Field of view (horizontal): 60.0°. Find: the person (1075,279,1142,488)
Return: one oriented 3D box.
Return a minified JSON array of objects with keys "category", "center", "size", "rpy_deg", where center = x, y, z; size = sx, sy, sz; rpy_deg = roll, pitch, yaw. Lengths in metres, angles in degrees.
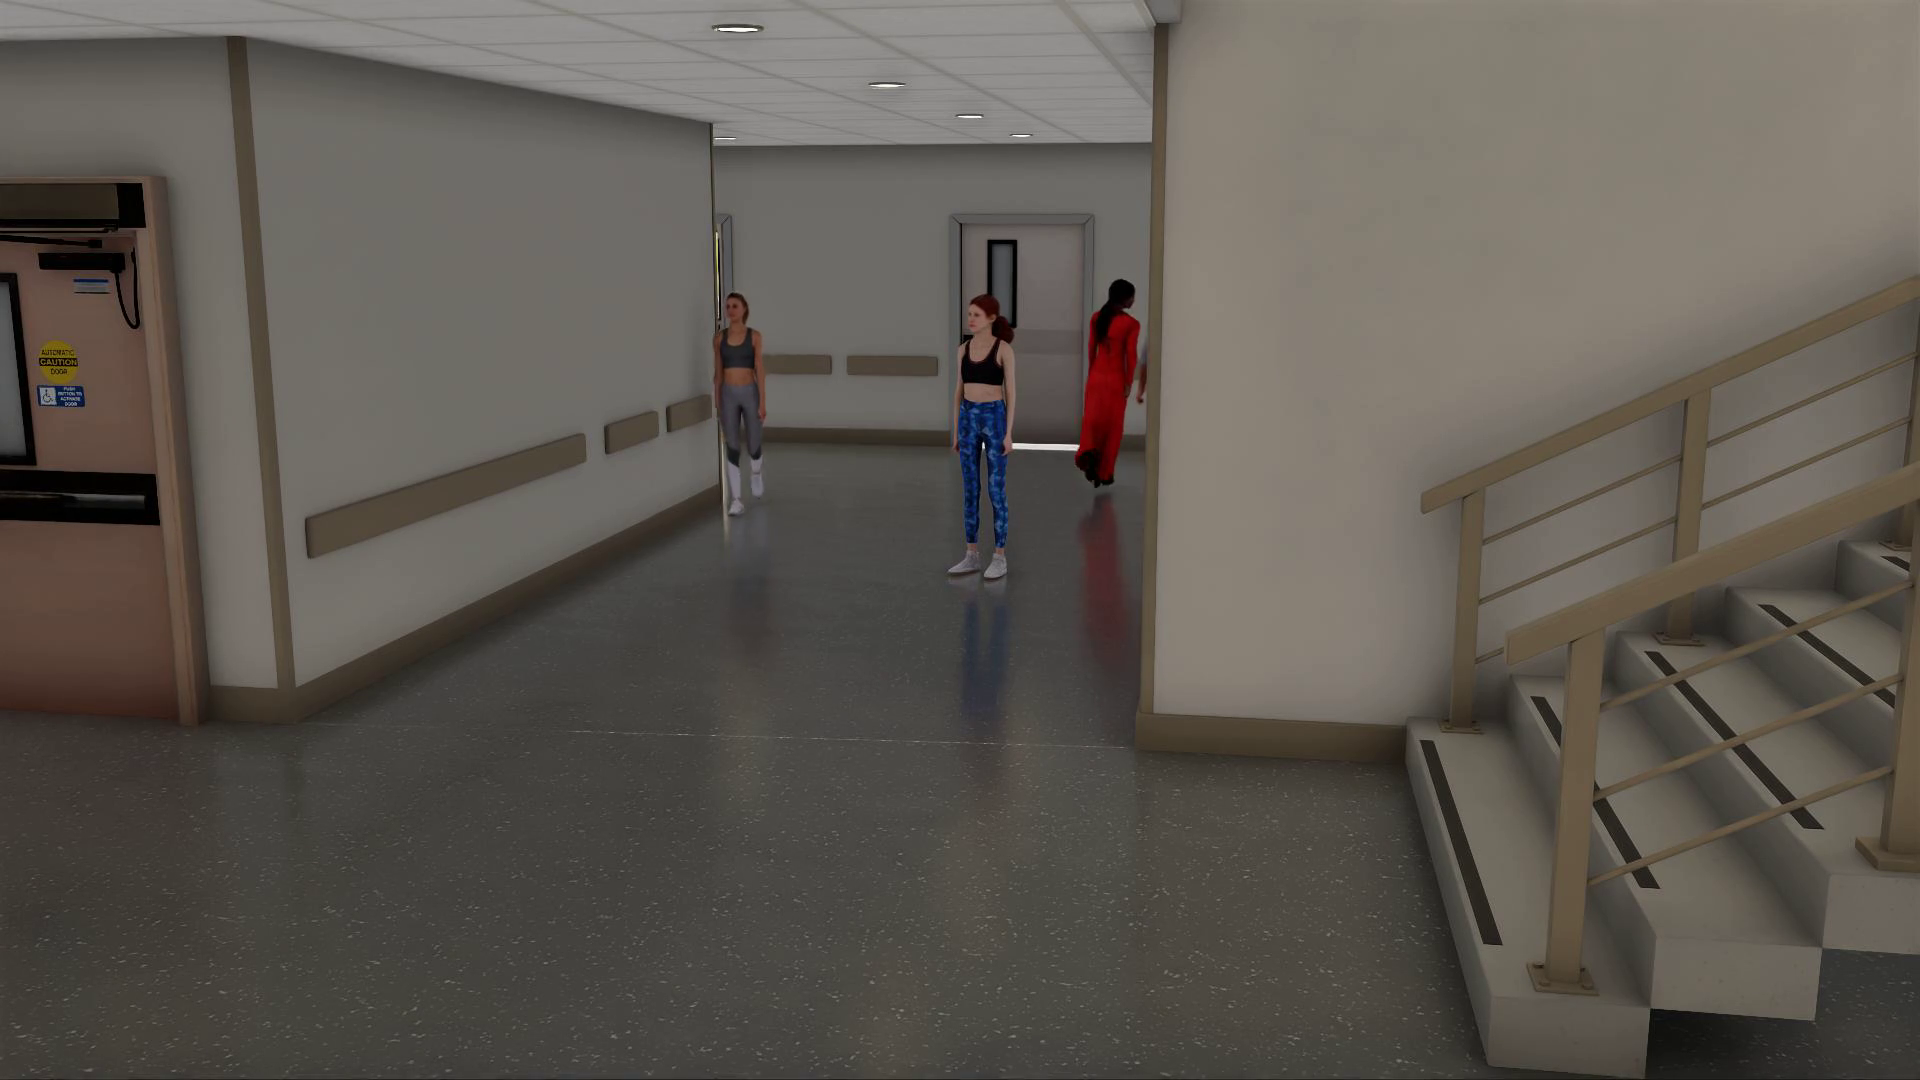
[{"category":"person","center":[1.205,-1.246,13.738],"size":[0.912,1.745,0.837],"rpy_deg":[3,11,15]}]

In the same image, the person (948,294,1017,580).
[{"category":"person","center":[0.153,-0.653,10.502],"size":[0.599,1.785,0.707],"rpy_deg":[6,12,29]}]

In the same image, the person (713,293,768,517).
[{"category":"person","center":[-1.672,-1.053,12.864],"size":[0.878,1.690,0.691],"rpy_deg":[1,11,3]}]
